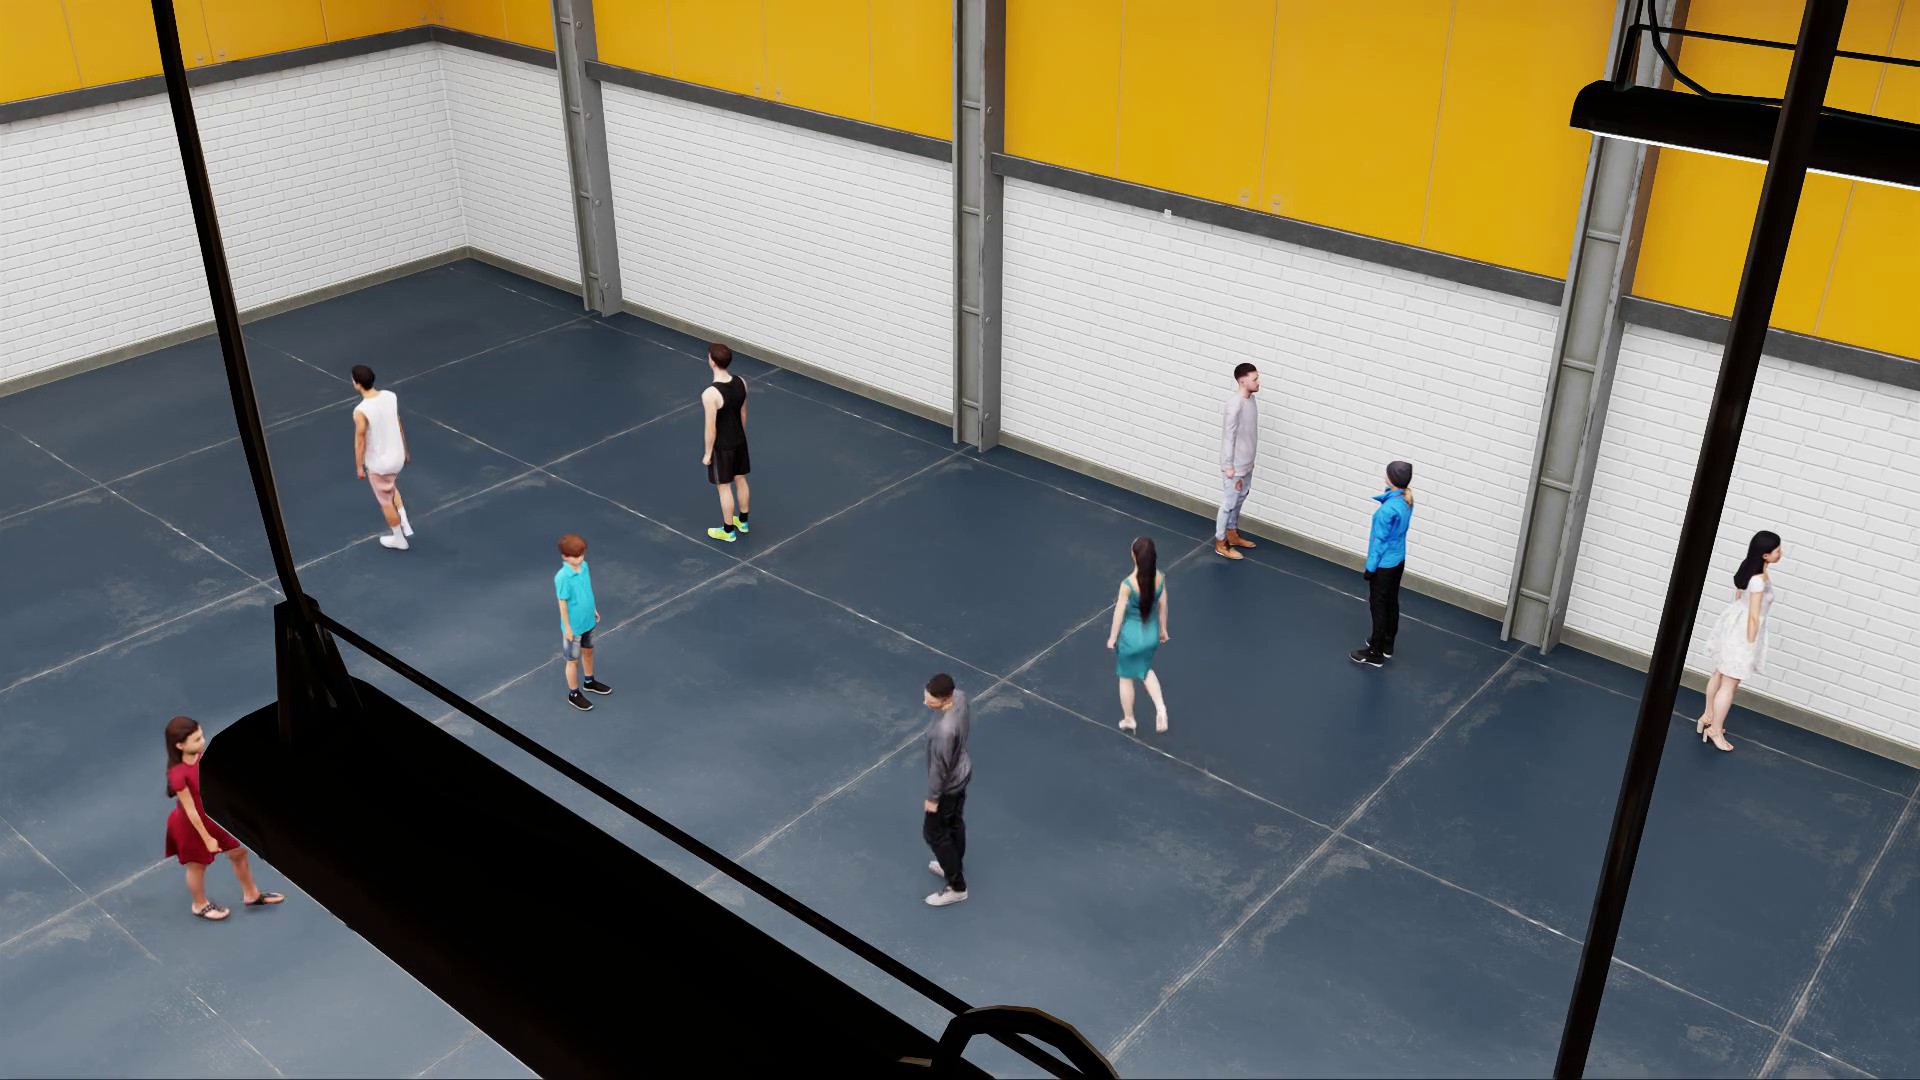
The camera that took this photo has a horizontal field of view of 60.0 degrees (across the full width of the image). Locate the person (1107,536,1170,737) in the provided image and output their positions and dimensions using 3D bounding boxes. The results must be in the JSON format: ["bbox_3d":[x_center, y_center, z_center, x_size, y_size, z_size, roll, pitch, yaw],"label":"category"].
[{"bbox_3d":[1.373,0.773,12.257,0.720,1.674,0.811,-16,32,-27],"label":"person"}]

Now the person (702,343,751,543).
[{"bbox_3d":[-2.114,-0.888,15.074,0.600,1.892,0.682,19,34,31],"label":"person"}]

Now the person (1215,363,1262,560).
[{"bbox_3d":[2.477,-0.729,14.838,0.629,1.839,0.709,16,32,26],"label":"person"}]

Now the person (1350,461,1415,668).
[{"bbox_3d":[3.398,0.181,13.212,0.522,1.797,0.619,24,37,36],"label":"person"}]

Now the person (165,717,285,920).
[{"bbox_3d":[-4.898,1.785,10.551,0.889,1.531,0.772,4,29,7],"label":"person"}]

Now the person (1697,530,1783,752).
[{"bbox_3d":[5.745,0.723,12.243,0.782,1.774,0.758,7,29,12],"label":"person"}]

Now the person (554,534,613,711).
[{"bbox_3d":[-2.951,0.598,12.813,0.555,1.449,0.567,13,31,22],"label":"person"}]

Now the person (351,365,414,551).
[{"bbox_3d":[-5.096,-0.711,14.873,0.723,1.773,0.721,14,32,24],"label":"person"}]

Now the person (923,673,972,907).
[{"bbox_3d":[-0.078,1.535,10.786,0.721,1.744,0.753,17,33,28],"label":"person"}]
